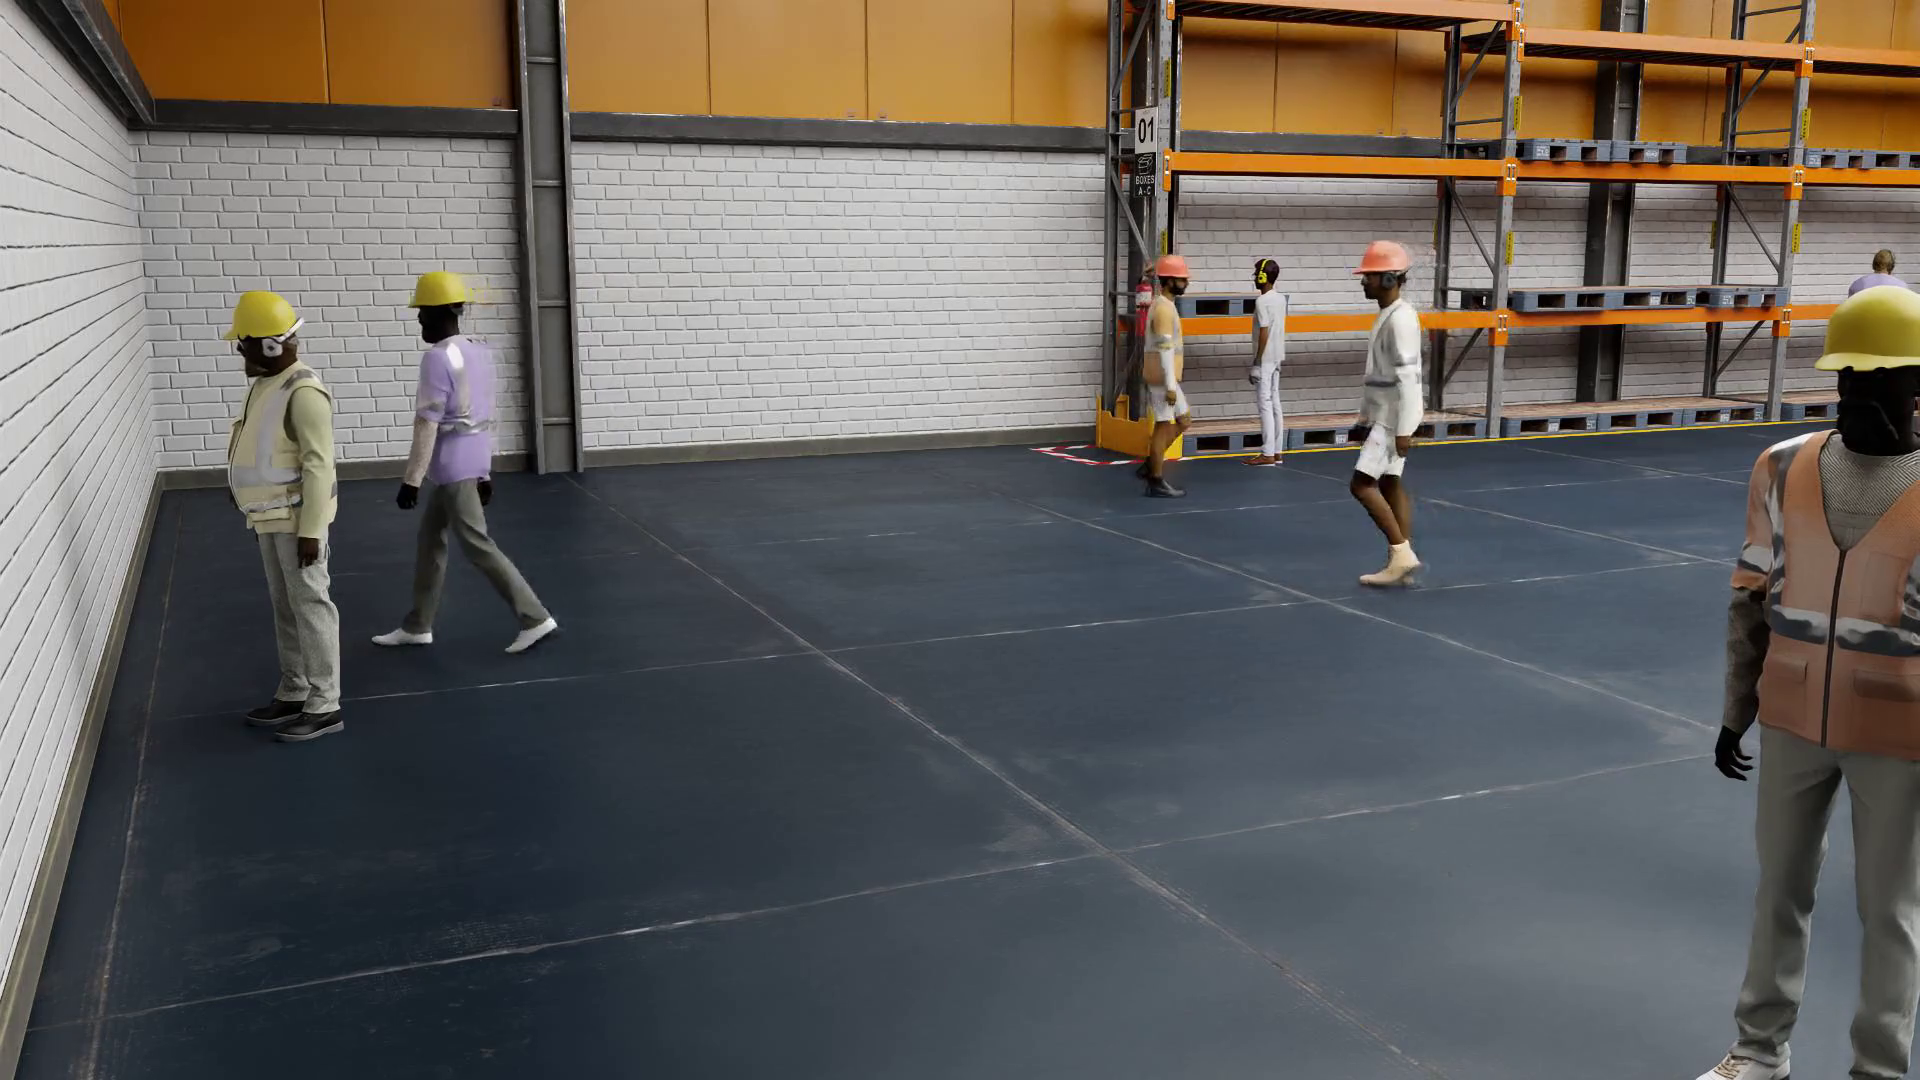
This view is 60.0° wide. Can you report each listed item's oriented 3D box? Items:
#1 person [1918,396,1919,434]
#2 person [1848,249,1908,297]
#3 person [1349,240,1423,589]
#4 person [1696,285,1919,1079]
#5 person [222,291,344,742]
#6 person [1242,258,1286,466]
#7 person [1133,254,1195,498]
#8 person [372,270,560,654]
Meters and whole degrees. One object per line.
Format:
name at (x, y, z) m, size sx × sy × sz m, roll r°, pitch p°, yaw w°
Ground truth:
person at (4.923, -0.381, 8.159) m, size 0.401 × 1.907 × 0.646 m, roll 2°, pitch 10°, yaw 12°
person at (9.986, -2.189, 18.144) m, size 0.354 × 1.936 × 0.635 m, roll -6°, pitch 12°, yaw -32°
person at (2.467, -0.698, 9.601) m, size 0.476 × 2.029 × 0.617 m, roll 2°, pitch 10°, yaw 10°
person at (1.991, 0.404, 3.723) m, size 0.363 × 1.927 × 0.587 m, roll -9°, pitch 13°, yaw -40°
person at (-2.757, -0.095, 6.792) m, size 0.404 × 1.825 × 0.587 m, roll -8°, pitch 13°, yaw -39°
person at (2.766, -1.602, 15.061) m, size 0.327 × 1.871 × 0.514 m, roll 7°, pitch 12°, yaw 34°
person at (1.641, -1.272, 13.065) m, size 0.400 × 1.923 × 0.577 m, roll 2°, pitch 10°, yaw 8°
person at (-2.446, -0.373, 8.157) m, size 0.955 × 1.891 × 0.585 m, roll 0°, pitch 10°, yaw -1°
